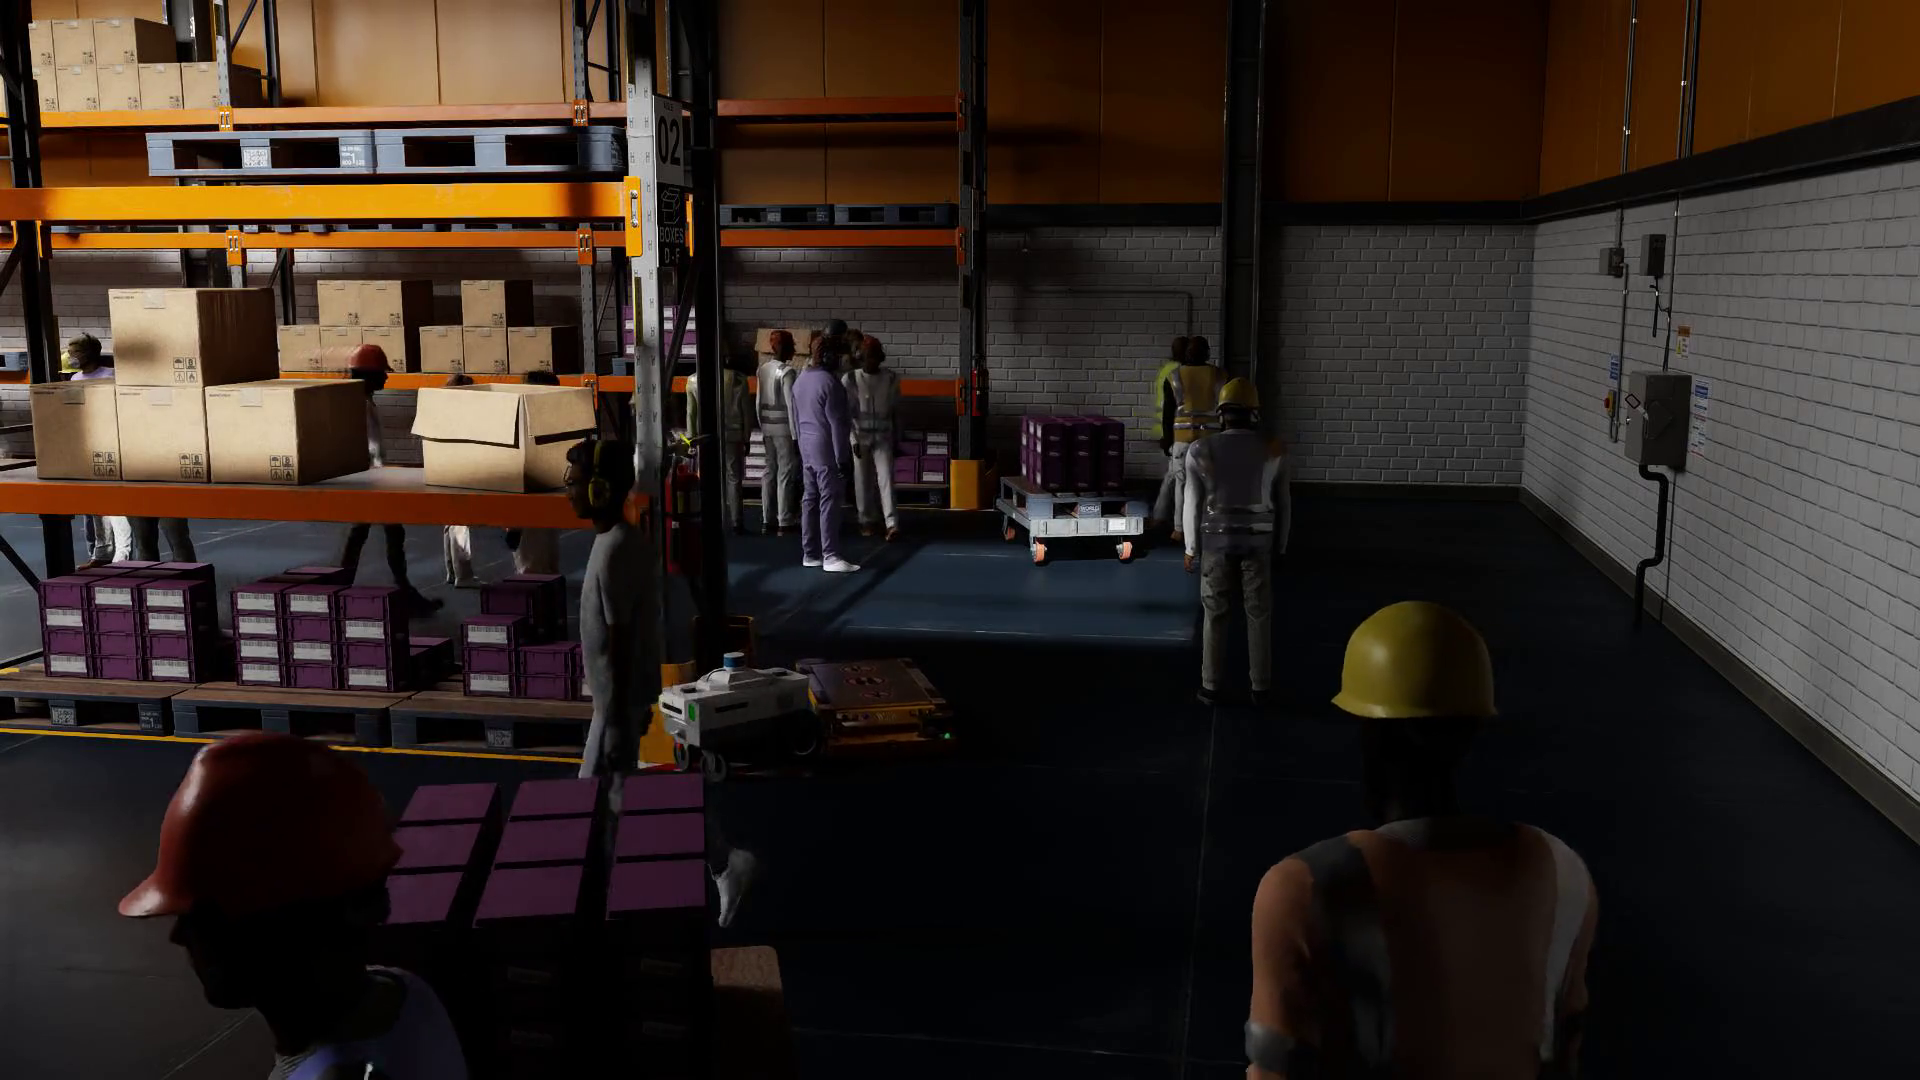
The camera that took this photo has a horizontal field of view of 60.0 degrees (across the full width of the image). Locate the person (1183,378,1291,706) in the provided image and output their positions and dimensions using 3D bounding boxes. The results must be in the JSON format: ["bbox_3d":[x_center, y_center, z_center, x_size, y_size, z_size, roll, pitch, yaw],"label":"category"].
[{"bbox_3d":[1.528,0.018,9.238,0.592,1.825,0.404,1,9,3],"label":"person"}]

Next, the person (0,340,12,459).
[{"bbox_3d":[-9.994,-1.244,16.841,0.866,1.911,0.656,-2,9,-11],"label":"person"}]

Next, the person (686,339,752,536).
[{"bbox_3d":[-2.192,-0.945,15.177,0.593,1.837,0.404,-1,9,-8],"label":"person"}]

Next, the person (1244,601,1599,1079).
[{"bbox_3d":[0.676,1.044,2.606,0.629,1.904,0.519,-3,10,-18],"label":"person"}]

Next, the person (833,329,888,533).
[{"bbox_3d":[-1.053,-1.026,15.522,1.011,1.898,0.646,7,12,38],"label":"person"}]

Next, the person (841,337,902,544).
[{"bbox_3d":[-0.773,-0.892,14.858,0.571,1.823,1.025,-2,9,-13],"label":"person"}]

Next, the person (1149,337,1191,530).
[{"bbox_3d":[2.104,-0.992,15.558,0.714,1.818,0.650,-2,9,-10],"label":"person"}]

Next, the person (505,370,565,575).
[{"bbox_3d":[-2.658,-0.136,10.292,0.534,1.808,0.658,0,9,0],"label":"person"}]

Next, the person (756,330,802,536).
[{"bbox_3d":[-1.632,-0.979,15.261,0.373,1.882,0.593,-7,12,-39],"label":"person"}]

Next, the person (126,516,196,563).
[{"bbox_3d":[-5.506,-0.385,11.388,0.631,1.940,0.372,1,9,3],"label":"person"}]

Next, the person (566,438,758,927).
[{"bbox_3d":[-1.128,0.563,5.813,0.725,1.851,0.517,-1,9,-3],"label":"person"}]

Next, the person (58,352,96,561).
[{"bbox_3d":[-7.139,-0.633,13.466,0.324,1.767,0.533,7,12,38],"label":"person"}]

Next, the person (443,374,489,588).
[{"bbox_3d":[-3.824,-0.450,12.726,0.313,1.637,0.513,-5,10,-27],"label":"person"}]

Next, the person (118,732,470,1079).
[{"bbox_3d":[-0.774,1.151,2.044,1.011,1.880,0.569,-1,9,-8],"label":"person"}]

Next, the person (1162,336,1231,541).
[{"bbox_3d":[2.112,-0.898,14.878,0.623,1.844,0.429,0,9,1],"label":"person"}]

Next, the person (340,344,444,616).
[{"bbox_3d":[-4.008,-0.403,11.615,0.842,1.907,0.548,-4,10,-21],"label":"person"}]

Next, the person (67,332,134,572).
[{"bbox_3d":[-6.814,-0.671,13.164,0.635,1.937,0.355,6,11,34],"label":"person"}]

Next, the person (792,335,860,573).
[{"bbox_3d":[-1.073,-0.691,13.392,0.408,1.908,0.643,-7,11,-37],"label":"person"}]

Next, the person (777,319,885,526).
[{"bbox_3d":[-1.243,-1.142,15.773,1.059,2.000,0.688,0,9,2],"label":"person"}]

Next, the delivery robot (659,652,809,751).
[{"bbox_3d":[-1.096,0.790,8.086,0.707,0.478,0.477,-7,12,-39],"label":"delivery robot"}]

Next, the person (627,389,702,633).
[{"bbox_3d":[-1.968,-0.194,10.968,0.903,1.703,0.498,2,9,12],"label":"person"}]

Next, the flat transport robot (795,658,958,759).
[{"bbox_3d":[-0.479,0.859,8.827,0.652,0.197,1.431,-2,9,-12],"label":"flat transport robot"}]
